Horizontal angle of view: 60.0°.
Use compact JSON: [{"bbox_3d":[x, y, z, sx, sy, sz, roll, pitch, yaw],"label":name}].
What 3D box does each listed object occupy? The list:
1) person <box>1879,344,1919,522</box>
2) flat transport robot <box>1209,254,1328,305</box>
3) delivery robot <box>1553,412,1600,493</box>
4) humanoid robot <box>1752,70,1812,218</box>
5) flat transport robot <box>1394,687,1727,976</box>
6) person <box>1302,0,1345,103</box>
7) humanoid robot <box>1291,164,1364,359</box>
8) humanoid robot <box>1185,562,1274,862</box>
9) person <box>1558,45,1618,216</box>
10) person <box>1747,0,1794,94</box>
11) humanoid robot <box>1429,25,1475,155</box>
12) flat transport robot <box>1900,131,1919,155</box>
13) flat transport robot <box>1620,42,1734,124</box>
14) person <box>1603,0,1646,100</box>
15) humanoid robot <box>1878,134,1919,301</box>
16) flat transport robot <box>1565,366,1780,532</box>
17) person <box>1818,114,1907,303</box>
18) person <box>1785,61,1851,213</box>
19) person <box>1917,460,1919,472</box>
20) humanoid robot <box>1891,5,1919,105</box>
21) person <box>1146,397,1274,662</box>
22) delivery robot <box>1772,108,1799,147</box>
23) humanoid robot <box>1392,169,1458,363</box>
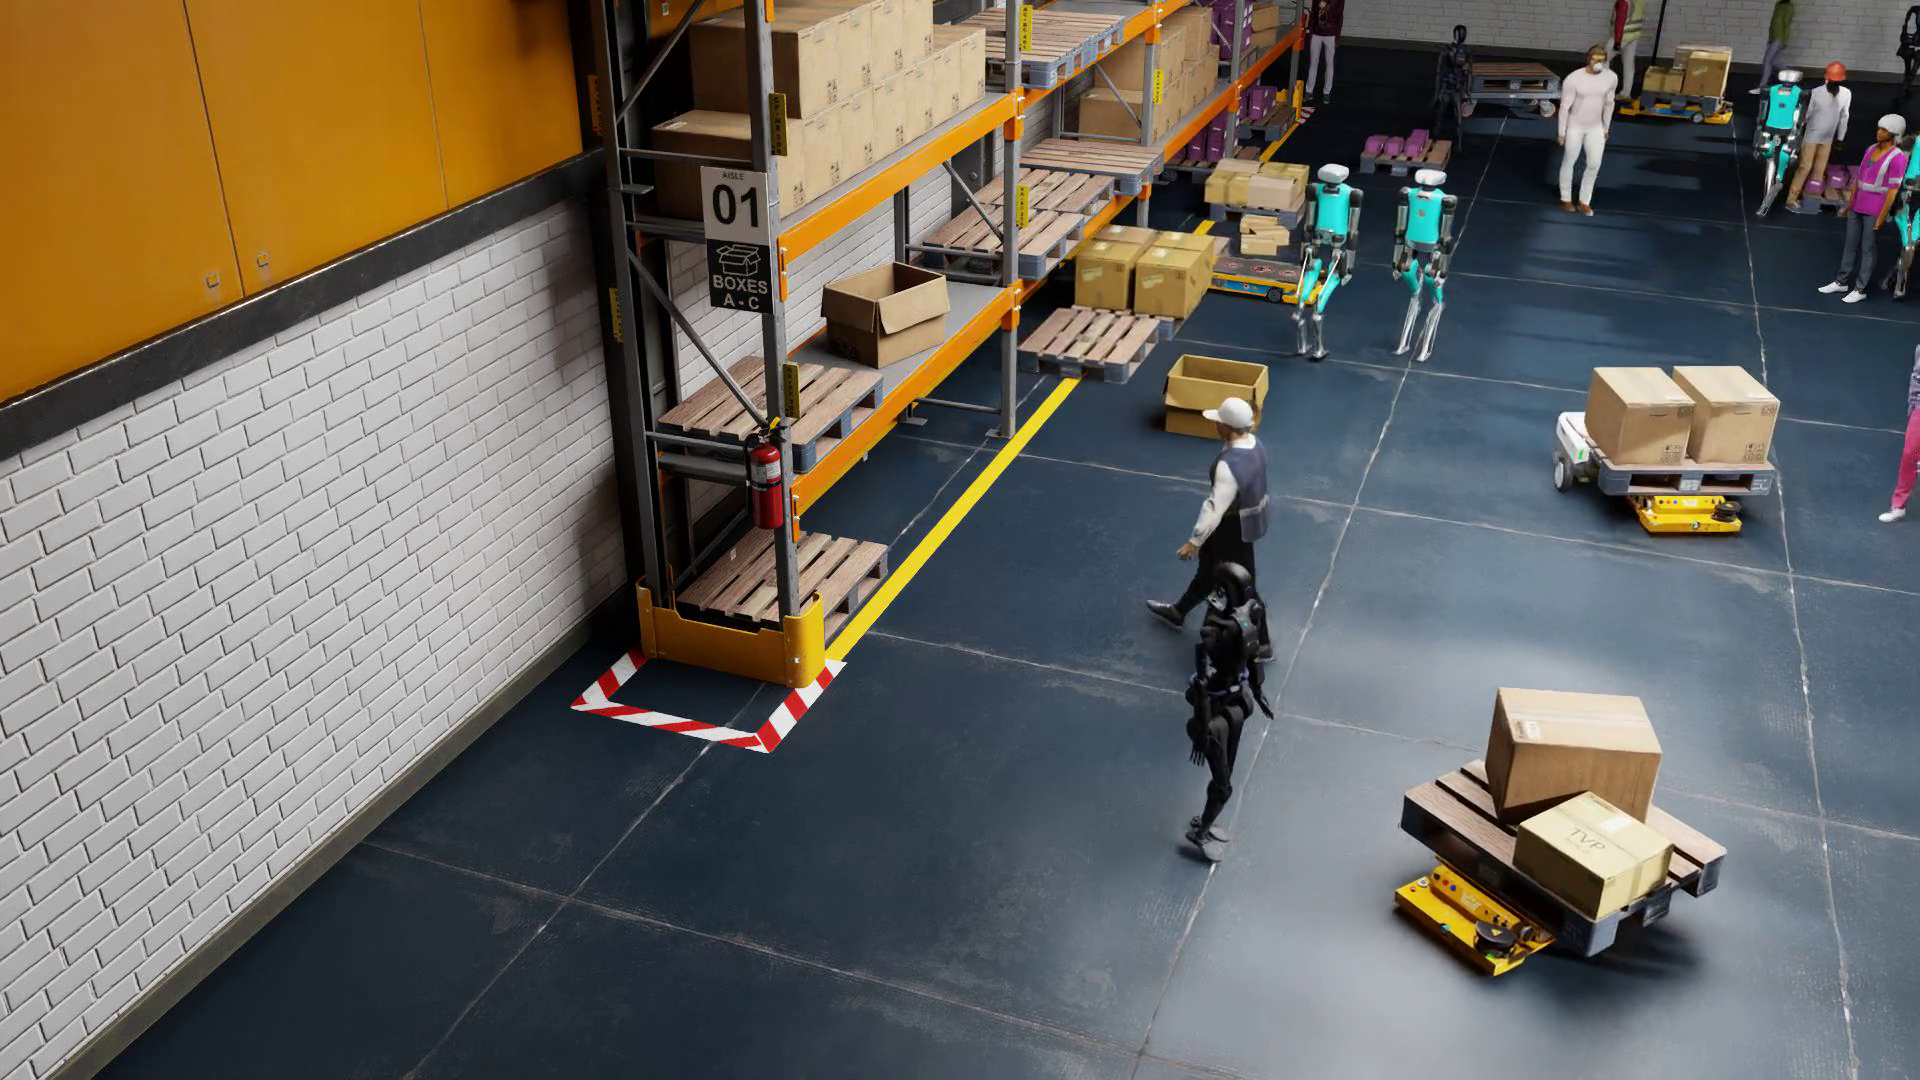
[{"bbox_3d":[7.143,-0.924,12.083,0.731,1.602,0.534,-18,32,-31],"label":"person"},{"bbox_3d":[2.982,-2.658,16.906,1.431,0.231,0.659,13,30,23],"label":"flat transport robot"},{"bbox_3d":[4.828,-0.711,12.791,0.499,0.570,0.747,2,27,4],"label":"delivery robot"},{"bbox_3d":[9.303,-4.502,18.871,0.536,1.723,0.999,18,32,31],"label":"humanoid robot"},{"bbox_3d":[2.961,1.705,8.443,1.431,0.231,0.659,-16,31,-28],"label":"flat transport robot"},{"bbox_3d":[5.316,-7.380,24.232,0.487,1.952,0.417,12,30,22],"label":"person"},{"bbox_3d":[3.176,-2.416,14.779,0.544,1.754,0.677,18,32,31],"label":"humanoid robot"},{"bbox_3d":[1.373,0.853,8.559,0.336,1.657,0.593,23,35,37],"label":"humanoid robot"},{"bbox_3d":[7.147,-4.652,18.971,0.659,1.917,0.706,0,27,-1],"label":"person"},{"bbox_3d":[12.215,-7.463,24.759,0.621,1.615,0.504,1,27,2],"label":"person"},{"bbox_3d":[6.362,-5.783,21.446,0.589,1.636,0.675,-8,28,-15],"label":"humanoid robot"},{"bbox_3d":[13.114,-5.124,21.690,1.431,0.231,0.659,10,29,18],"label":"flat transport robot"},{"bbox_3d":[10.199,-6.138,23.657,1.431,0.231,0.659,13,30,24],"label":"flat transport robot"},{"bbox_3d":[9.643,-7.392,24.405,0.636,1.813,0.807,-17,32,-30],"label":"person"},{"bbox_3d":[9.410,-3.198,16.378,0.550,1.757,0.965,12,29,21],"label":"humanoid robot"},{"bbox_3d":[5.312,-0.453,12.628,0.659,0.231,1.431,0,27,0],"label":"flat transport robot"},{"bbox_3d":[8.927,-3.261,16.355,0.341,1.846,0.509,-7,28,-14],"label":"person"},{"bbox_3d":[9.914,-4.635,19.139,0.584,1.738,0.375,-6,28,-12],"label":"person"},{"bbox_3d":[7.707,-1.332,12.724,0.343,1.741,0.562,22,35,36],"label":"person"},{"bbox_3d":[13.943,-7.204,24.253,0.799,1.637,0.586,-20,33,-33],"label":"humanoid robot"},{"bbox_3d":[1.616,-0.087,10.350,0.928,1.705,0.756,11,29,20],"label":"person"},{"bbox_3d":[11.173,-5.485,22.098,0.816,0.612,0.499,8,28,15],"label":"delivery robot"},{"bbox_3d":[4.204,-2.508,14.945,0.530,1.735,0.663,19,33,33],"label":"humanoid robot"}]
